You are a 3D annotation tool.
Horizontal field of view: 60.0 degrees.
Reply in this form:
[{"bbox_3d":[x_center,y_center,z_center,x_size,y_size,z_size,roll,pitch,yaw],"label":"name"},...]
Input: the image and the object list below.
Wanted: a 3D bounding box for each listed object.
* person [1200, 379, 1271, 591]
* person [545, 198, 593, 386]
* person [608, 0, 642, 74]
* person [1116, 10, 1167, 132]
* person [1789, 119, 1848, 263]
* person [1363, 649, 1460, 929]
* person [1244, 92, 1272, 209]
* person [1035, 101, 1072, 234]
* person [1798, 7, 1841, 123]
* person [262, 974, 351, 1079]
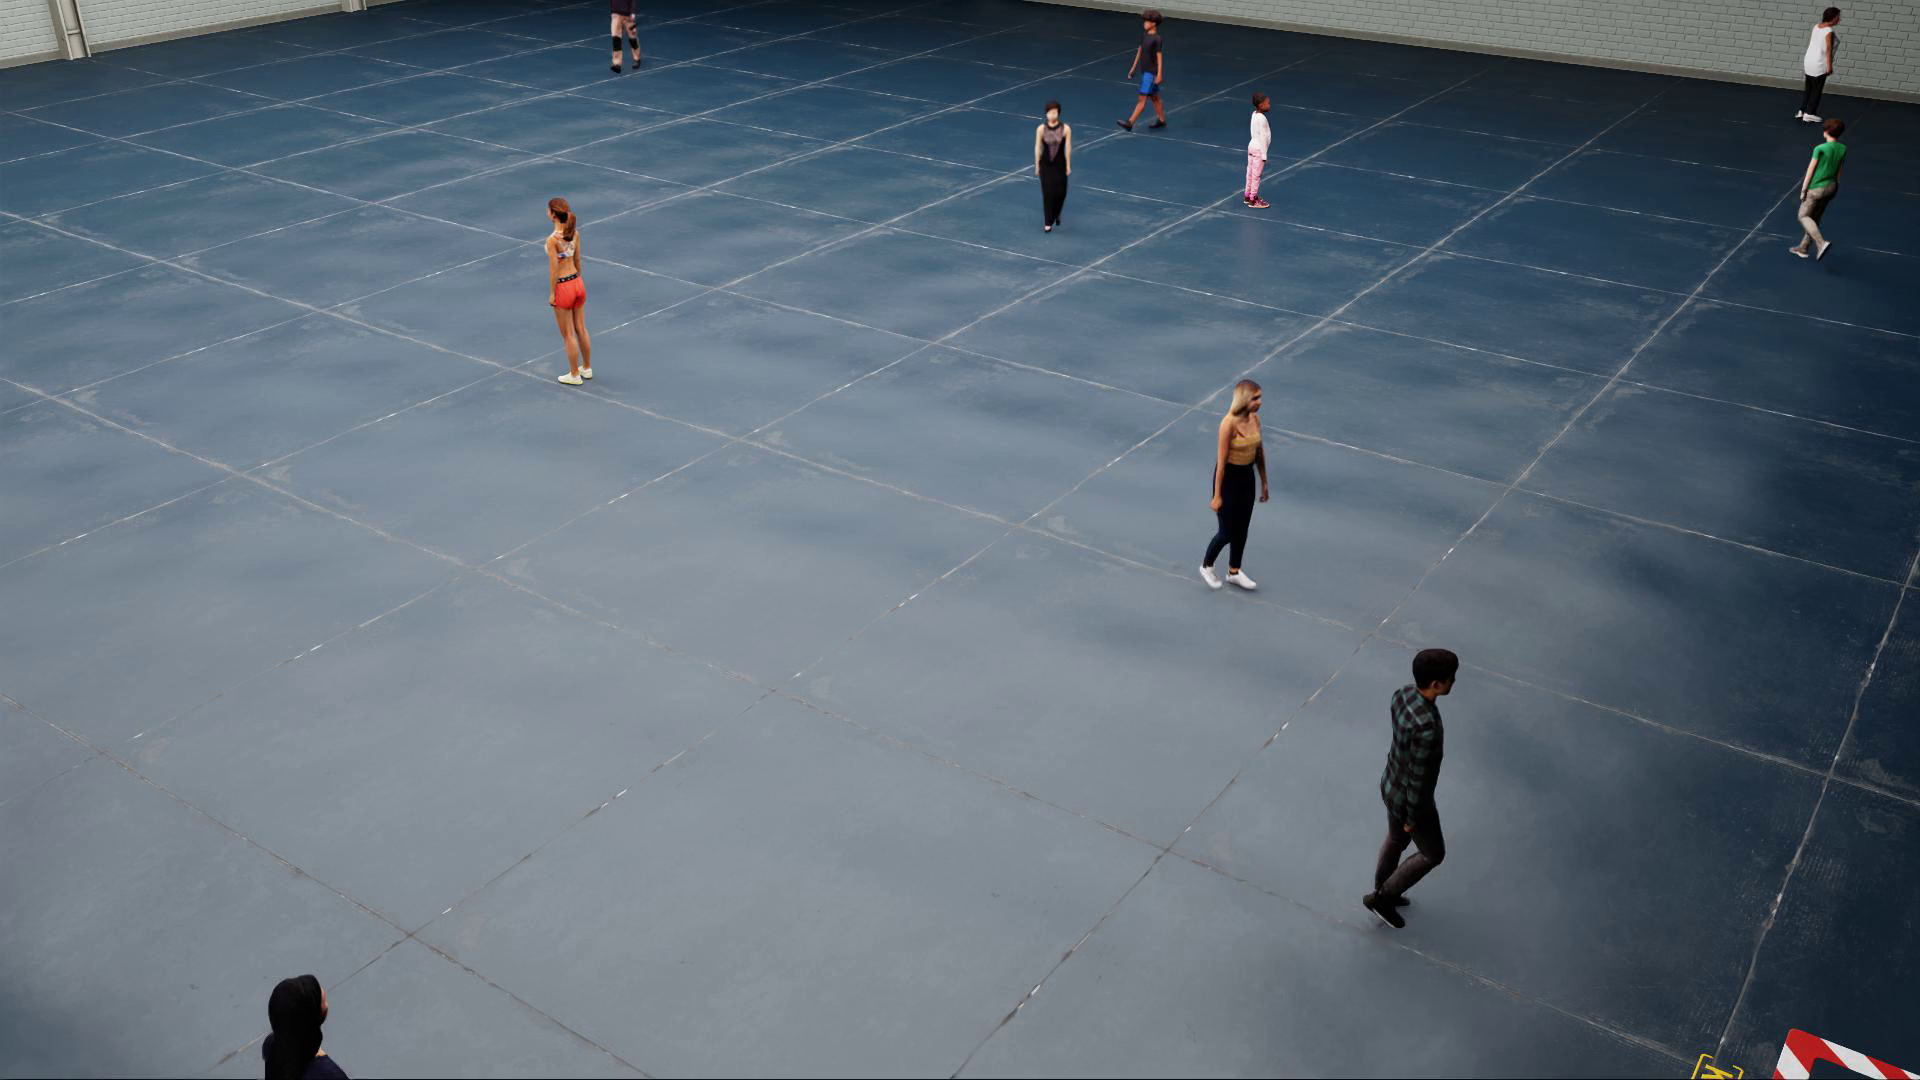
[{"bbox_3d":[1.978,-0.419,12.176,0.639,1.623,0.761,-20,33,-34],"label":"person"},{"bbox_3d":[-3.714,-2.354,15.750,0.658,1.790,0.506,15,31,26],"label":"person"},{"bbox_3d":[-5.743,-9.025,28.619,1.073,1.871,1.349,4,28,8],"label":"person"},{"bbox_3d":[2.905,-6.946,24.724,1.198,1.739,0.989,-11,29,-20],"label":"person"},{"bbox_3d":[9.934,-3.984,19.090,0.942,1.632,1.003,-4,28,-8],"label":"person"},{"bbox_3d":[2.319,1.312,8.835,0.833,1.706,0.786,-3,27,-5],"label":"person"},{"bbox_3d":[3.808,-5.002,21.273,0.680,1.443,0.618,-4,28,-8],"label":"person"},{"bbox_3d":[1.140,-4.548,20.229,0.709,1.590,0.744,2,27,4],"label":"person"},{"bbox_3d":[13.170,-7.302,25.472,0.832,1.686,0.741,-2,27,-4],"label":"person"},{"bbox_3d":[-2.551,2.459,6.479,0.612,1.721,0.773,18,32,32],"label":"person"}]
